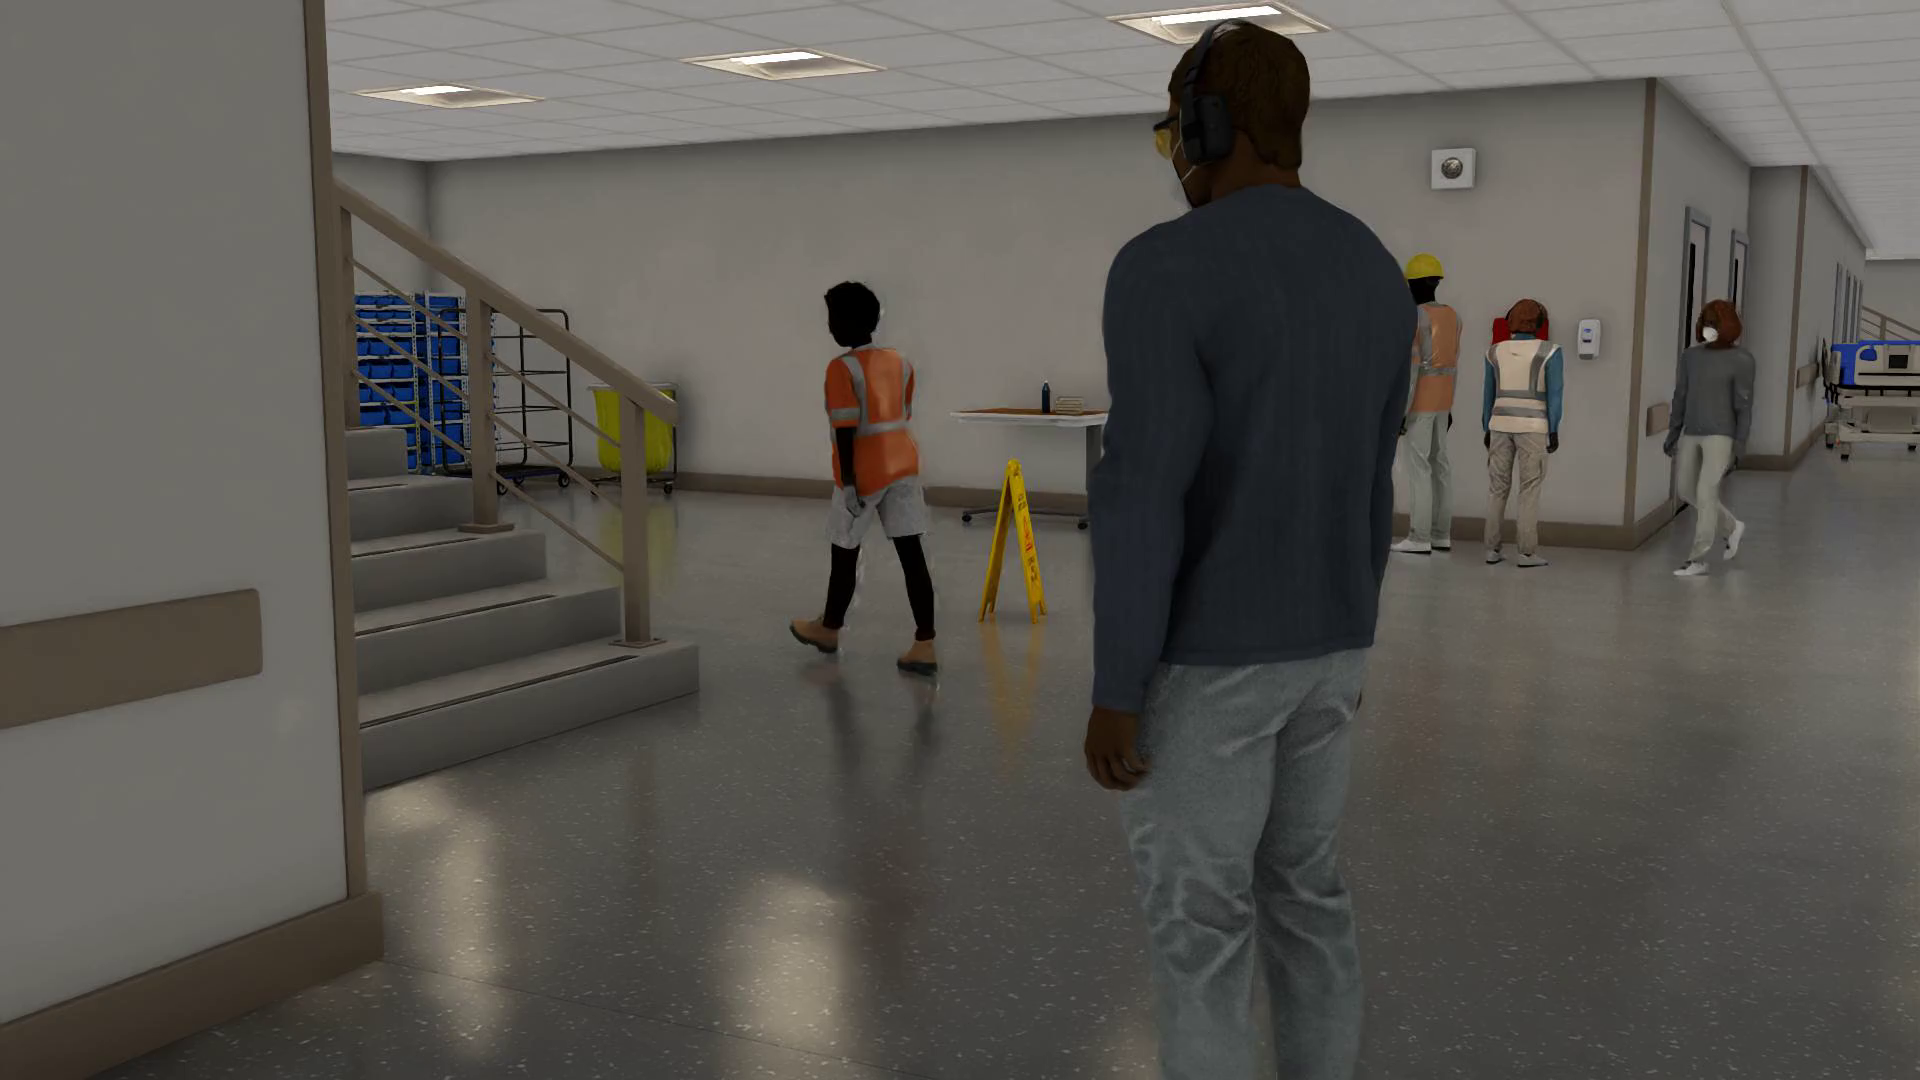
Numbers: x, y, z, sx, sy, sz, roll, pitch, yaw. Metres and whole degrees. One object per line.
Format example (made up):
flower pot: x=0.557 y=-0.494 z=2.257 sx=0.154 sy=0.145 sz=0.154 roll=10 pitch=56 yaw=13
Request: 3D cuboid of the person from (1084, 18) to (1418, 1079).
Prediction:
person: x=0.438 y=0.186 z=2.557 sx=0.636 sy=1.931 sz=0.378 roll=-6 pitch=10 yaw=-40

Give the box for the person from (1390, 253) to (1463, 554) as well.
person: x=2.974 y=-0.873 z=10.708 sx=0.594 sy=1.924 sz=0.382 roll=-6 pitch=10 yaw=-41

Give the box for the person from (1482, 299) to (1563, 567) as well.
person: x=3.414 y=-0.650 z=10.143 sx=0.323 sy=1.630 sz=0.503 roll=-7 pitch=10 yaw=-42

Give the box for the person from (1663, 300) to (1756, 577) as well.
person: x=4.440 y=-0.600 z=9.766 sx=0.645 sy=1.616 sz=0.508 roll=-3 pitch=8 yaw=-24

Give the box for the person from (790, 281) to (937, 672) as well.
person: x=-0.402 y=-0.272 z=7.115 sx=0.867 sy=1.639 sz=0.556 roll=7 pitch=10 yaw=44
